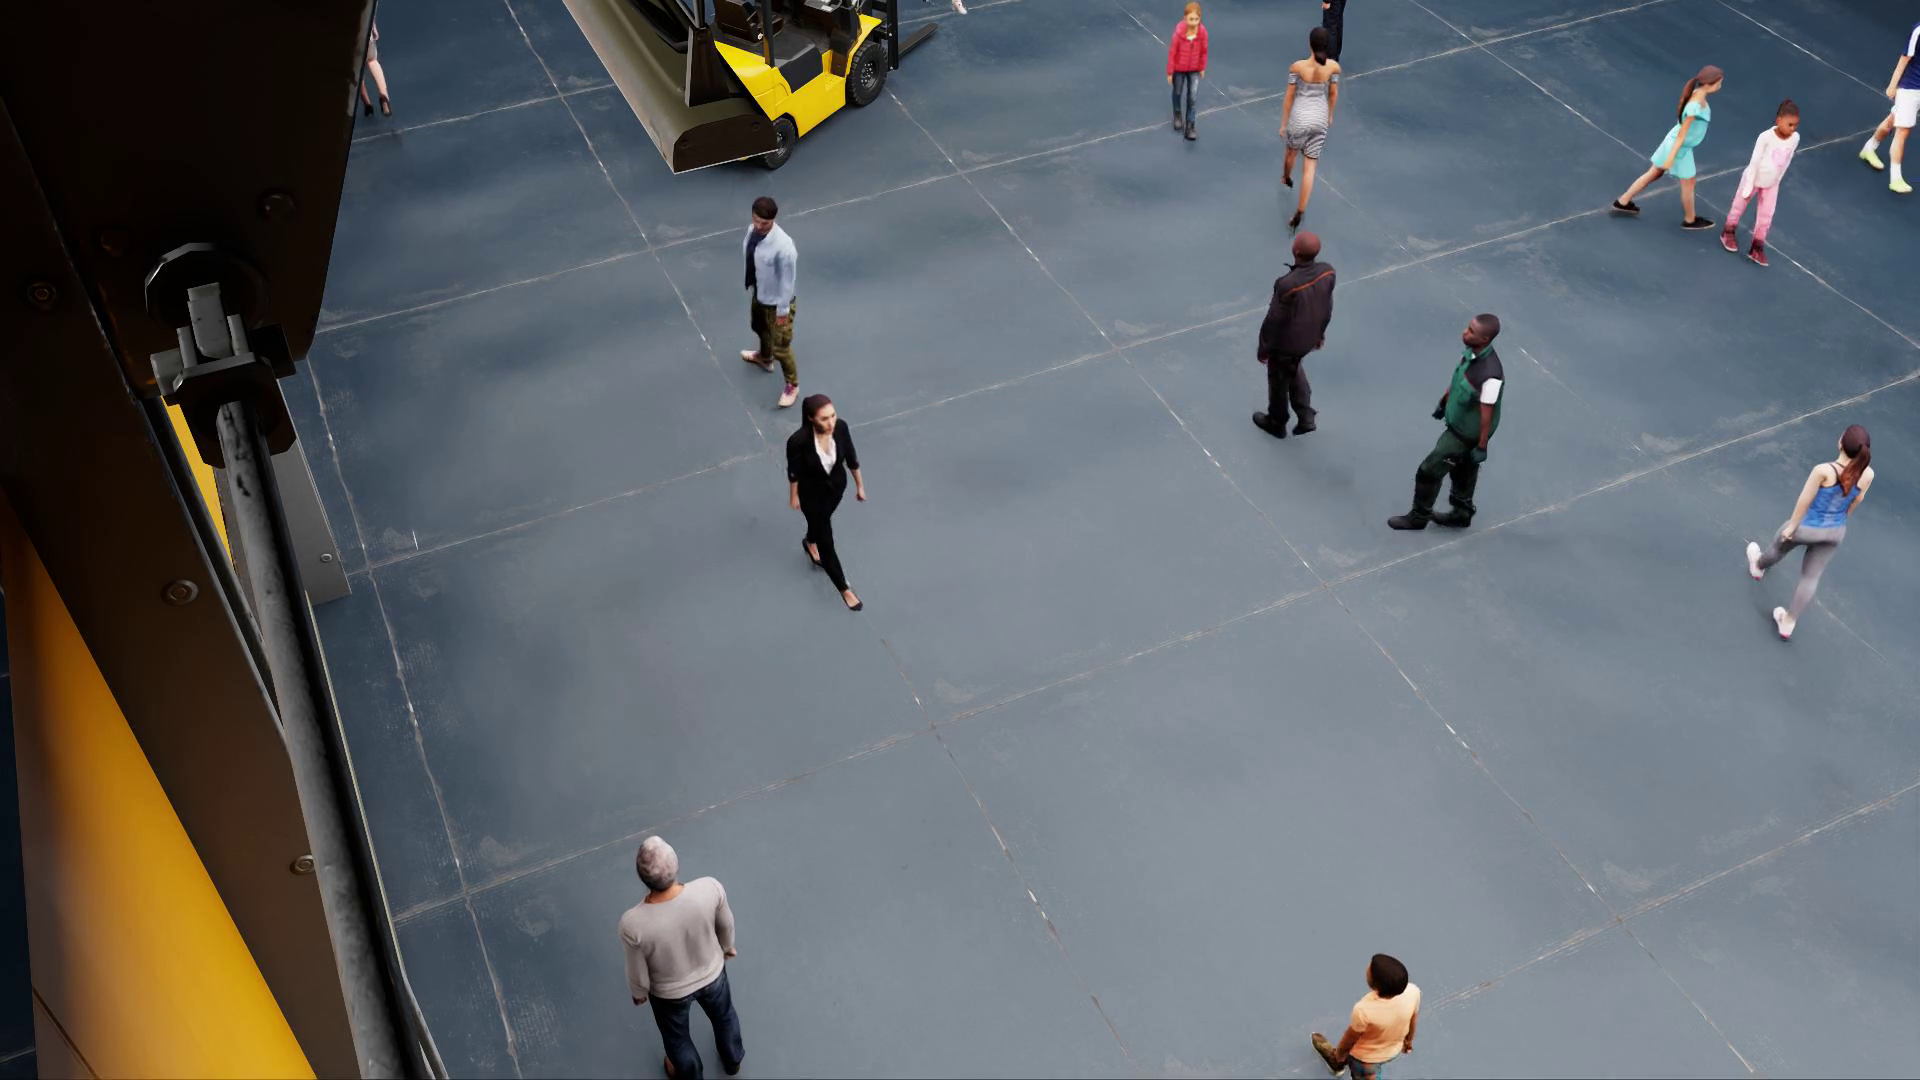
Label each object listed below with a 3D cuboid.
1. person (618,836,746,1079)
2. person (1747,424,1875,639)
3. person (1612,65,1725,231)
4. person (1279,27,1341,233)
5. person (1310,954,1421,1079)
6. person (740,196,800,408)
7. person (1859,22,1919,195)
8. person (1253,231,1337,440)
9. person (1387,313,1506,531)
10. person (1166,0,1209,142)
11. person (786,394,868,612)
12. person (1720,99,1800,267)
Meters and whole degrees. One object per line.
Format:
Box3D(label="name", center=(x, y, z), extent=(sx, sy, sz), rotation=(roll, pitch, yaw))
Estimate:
Box3D(label="person", center=(-1.368, 2.155, 8.278), extent=(0.750, 1.903, 0.645), rotation=(-23, 48, -22))
Box3D(label="person", center=(5.583, -0.022, 10.800), extent=(0.903, 1.578, 1.086), rotation=(3, 44, 3))
Box3D(label="person", center=(6.147, -3.392, 14.382), extent=(1.099, 1.515, 1.073), rotation=(13, 45, 13))
Box3D(label="person", center=(2.994, -3.486, 14.289), extent=(0.950, 1.780, 1.161), rotation=(3, 44, 3))
Box3D(label="person", center=(2.073, 2.562, 8.202), extent=(0.528, 1.419, 0.965), rotation=(-17, 46, -17))
Box3D(label="person", center=(-1.424, -1.852, 12.564), extent=(1.027, 1.794, 0.588), rotation=(-18, 46, -18))
Box3D(label="person", center=(8.525, -4.112, 14.934), extent=(0.745, 1.797, 1.092), rotation=(-13, 45, -13))
Box3D(label="person", center=(2.485, -1.420, 12.096), extent=(0.753, 1.814, 0.834), rotation=(-22, 48, -22))
Box3D(label="person", center=(3.559, -0.769, 11.408), extent=(0.998, 1.819, 0.967), rotation=(2, 44, 3))
Box3D(label="person", center=(2.120, -4.458, 15.661), extent=(0.739, 1.295, 0.907), rotation=(0, 44, 0))
Box3D(label="person", center=(-0.961, -0.353, 11.119), extent=(0.761, 1.616, 1.113), rotation=(-27, 50, -25))
Box3D(label="person", center=(6.778, -3.108, 14.147), extent=(0.736, 1.429, 0.891), rotation=(-1, 44, -1))
